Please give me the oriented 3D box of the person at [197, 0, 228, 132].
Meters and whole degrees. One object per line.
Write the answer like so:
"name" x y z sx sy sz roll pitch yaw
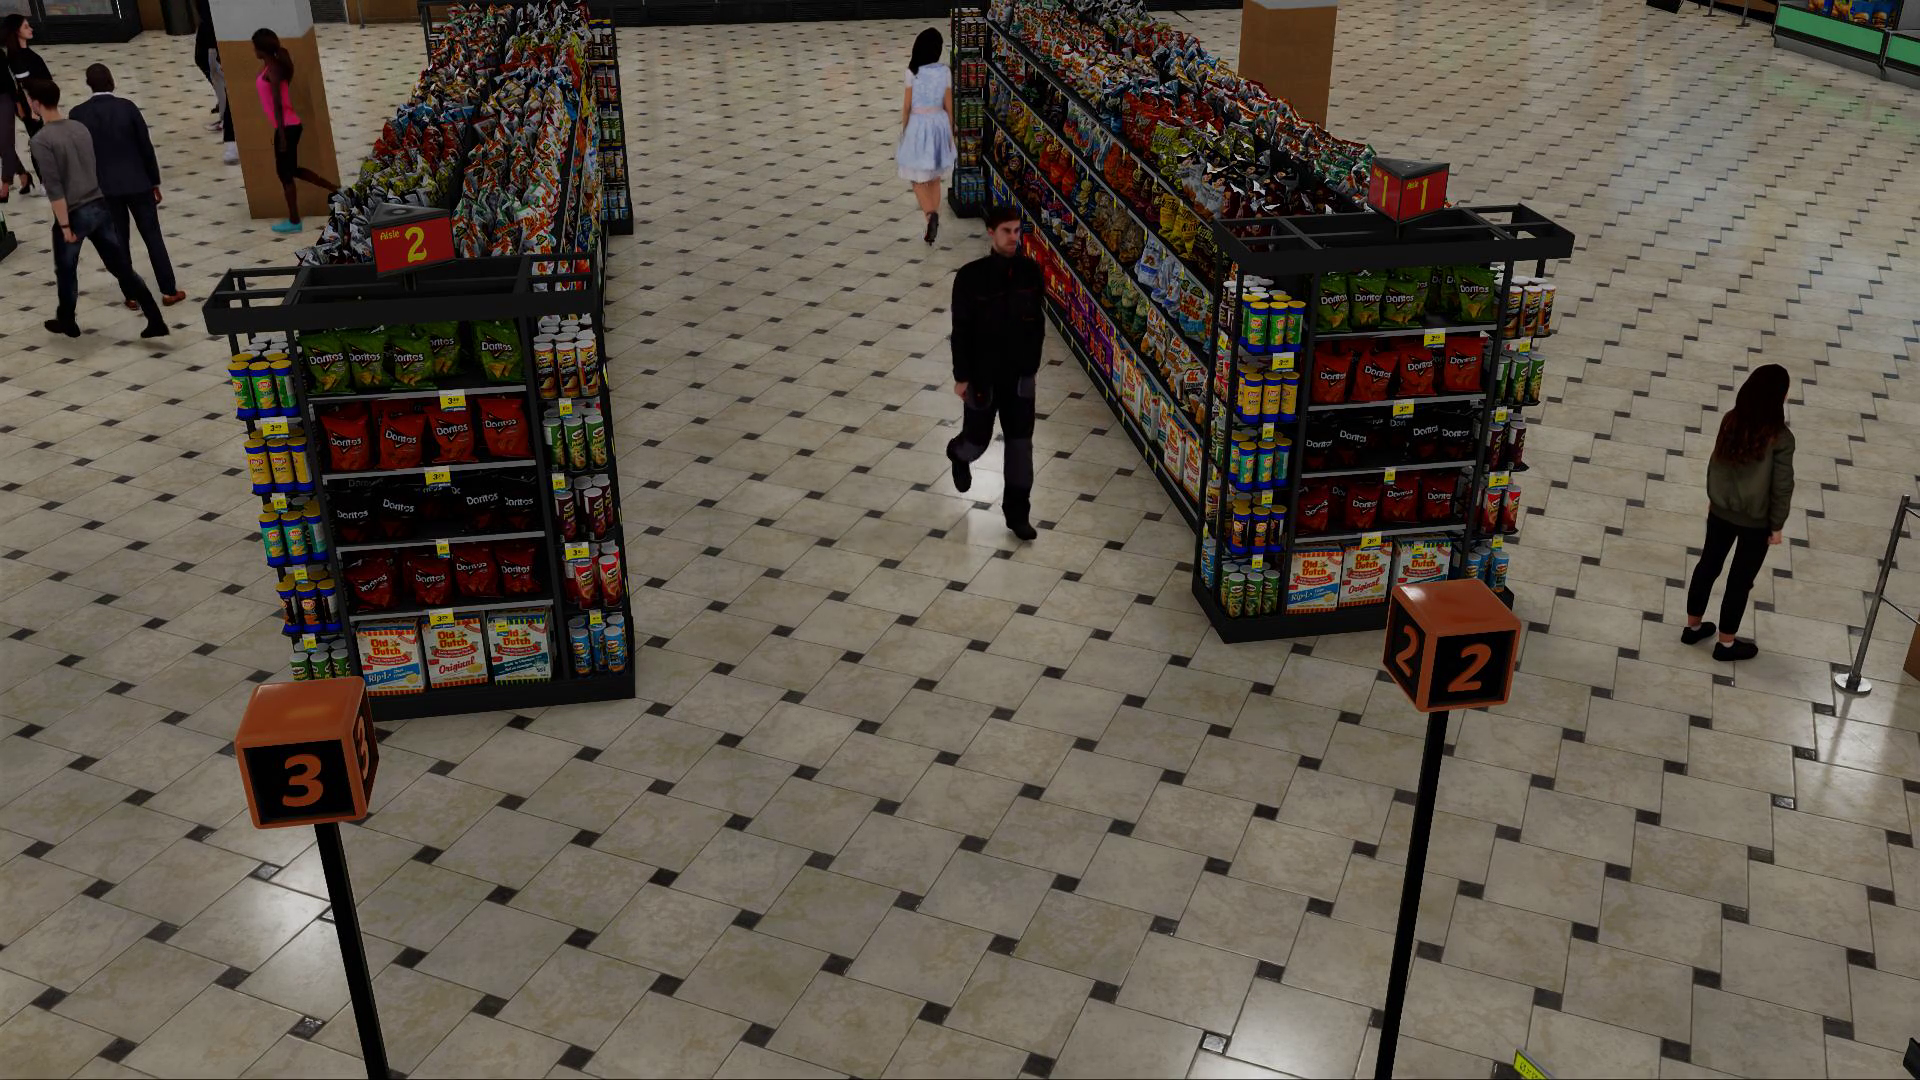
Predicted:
"person" -7.719 -5.316 17.591 0.859 1.932 1.015 -9 28 -17

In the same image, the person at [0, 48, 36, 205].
"person" -8.770 -3.924 15.177 0.657 1.632 0.923 -3 27 -6

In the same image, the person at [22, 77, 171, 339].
"person" -6.027 -2.223 11.589 1.175 1.845 1.286 10 29 19

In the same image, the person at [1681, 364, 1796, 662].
"person" 3.701 -0.132 7.873 0.693 1.476 0.547 -13 30 -24

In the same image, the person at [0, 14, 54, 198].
"person" -8.552 -4.010 15.341 0.711 1.638 0.582 -11 29 -20

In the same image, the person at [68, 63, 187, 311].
"person" -6.240 -2.631 12.416 0.704 1.824 0.618 -7 28 -14

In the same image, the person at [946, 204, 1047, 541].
"person" 0.173 -0.931 9.072 0.842 1.817 1.108 -10 29 -19

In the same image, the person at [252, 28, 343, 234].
"person" -5.691 -3.506 14.274 0.758 1.703 0.919 -12 29 -22

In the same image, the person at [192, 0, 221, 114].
"person" -8.067 -5.601 18.279 0.707 1.819 0.594 -5 27 -10

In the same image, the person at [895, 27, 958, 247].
"person" -0.253 -3.245 13.653 0.684 1.801 0.941 -5 27 -11
